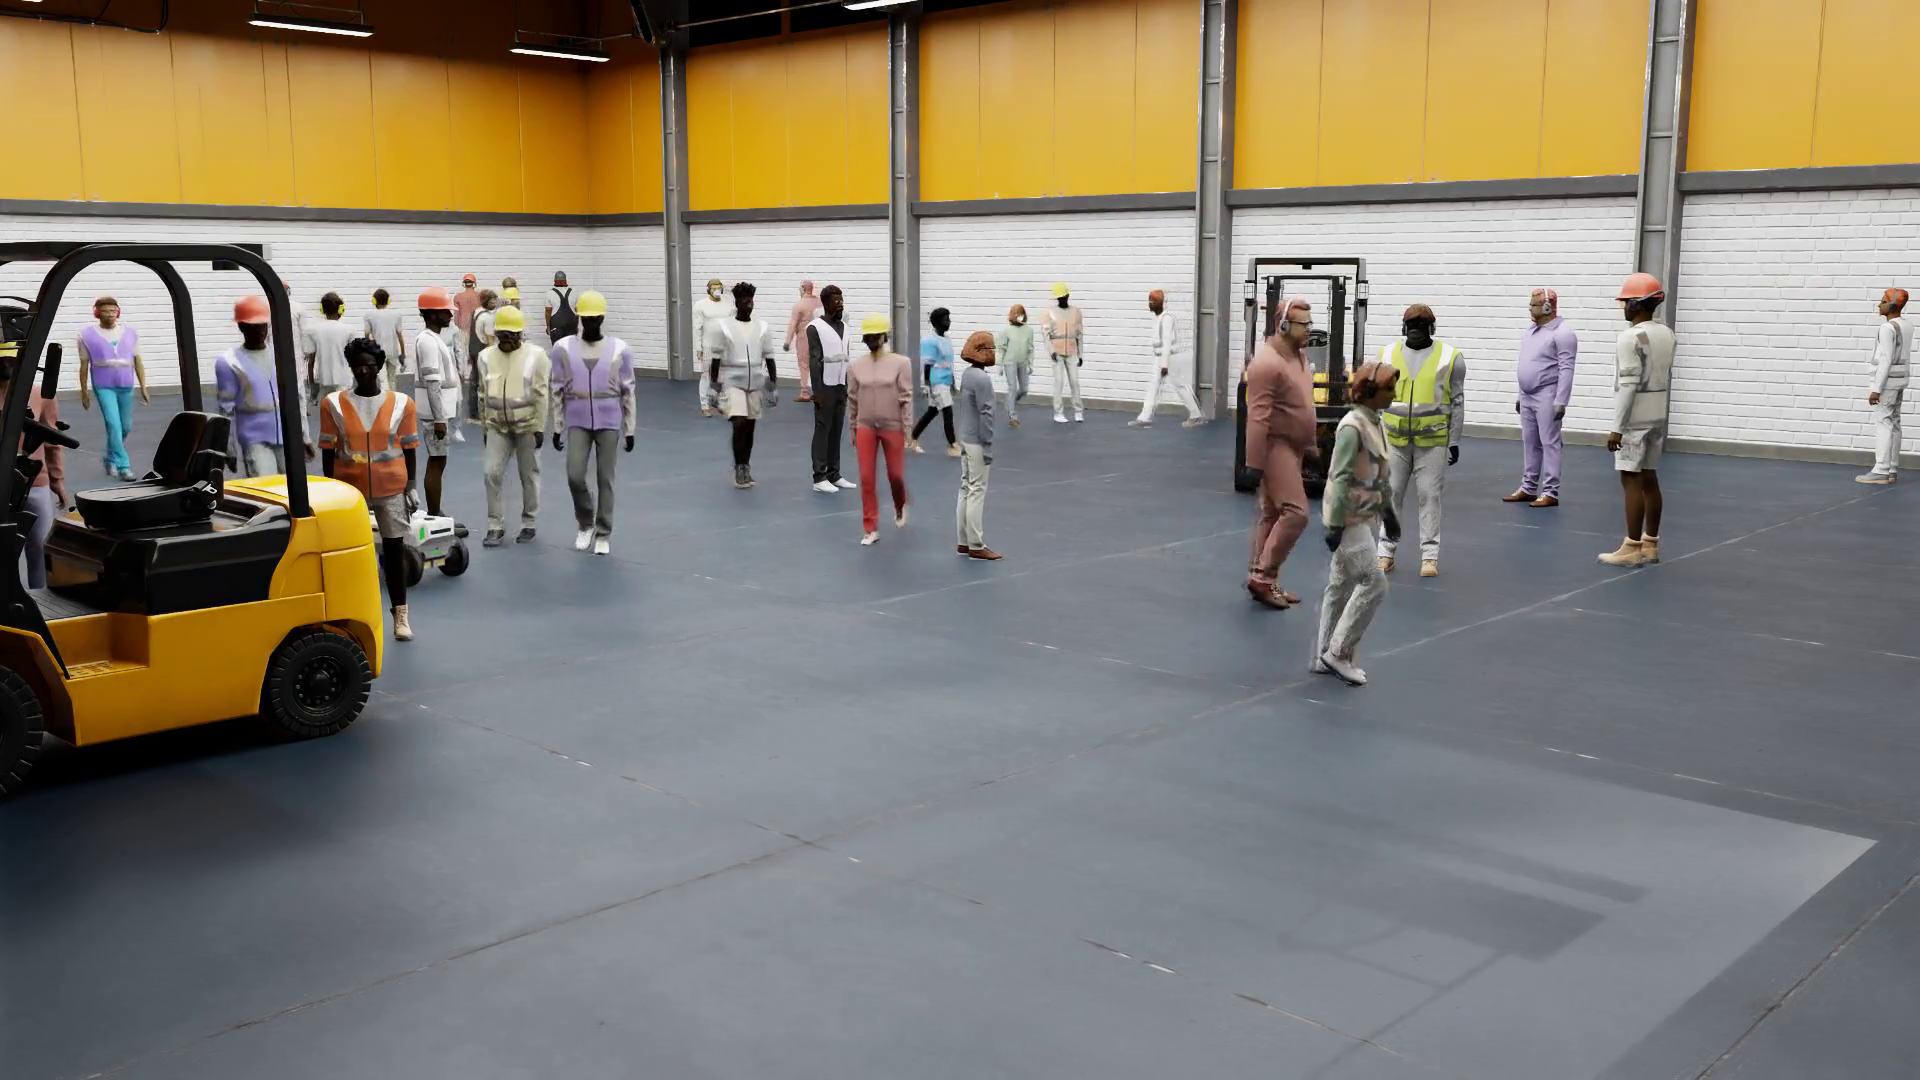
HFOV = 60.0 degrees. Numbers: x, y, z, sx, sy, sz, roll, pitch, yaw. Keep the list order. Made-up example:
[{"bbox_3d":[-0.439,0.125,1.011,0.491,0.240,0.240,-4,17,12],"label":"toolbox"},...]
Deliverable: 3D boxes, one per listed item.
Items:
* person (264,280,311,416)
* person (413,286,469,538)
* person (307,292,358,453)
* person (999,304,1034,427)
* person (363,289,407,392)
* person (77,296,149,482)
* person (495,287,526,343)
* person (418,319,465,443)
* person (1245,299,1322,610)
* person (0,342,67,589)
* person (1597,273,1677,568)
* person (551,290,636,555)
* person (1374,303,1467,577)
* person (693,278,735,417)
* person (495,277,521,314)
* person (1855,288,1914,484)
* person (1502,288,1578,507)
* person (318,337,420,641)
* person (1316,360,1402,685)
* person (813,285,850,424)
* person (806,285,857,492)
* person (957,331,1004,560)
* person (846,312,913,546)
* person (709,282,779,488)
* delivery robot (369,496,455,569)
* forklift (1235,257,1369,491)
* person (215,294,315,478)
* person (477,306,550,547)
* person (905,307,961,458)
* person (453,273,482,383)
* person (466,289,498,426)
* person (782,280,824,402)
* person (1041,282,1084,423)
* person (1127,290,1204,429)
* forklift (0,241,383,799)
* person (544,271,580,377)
[{"bbox_3d":[-9.427,-2.664,23.262,0.638,1.908,0.408,-2,9,-13],"label":"person"},{"bbox_3d":[-4.025,-0.984,12.858,0.356,1.938,0.543,-3,10,-18],"label":"person"},{"bbox_3d":[-6.160,-1.534,16.572,0.509,1.833,0.883,1,9,7],"label":"person"},{"bbox_3d":[0.711,-2.308,21.959,0.500,1.620,0.565,-4,10,-26],"label":"person"},{"bbox_3d":[-7.673,-2.429,22.138,0.520,1.809,1.020,-6,11,-33],"label":"person"},{"bbox_3d":[-8.363,-1.494,16.388,0.866,1.811,0.567,8,12,40],"label":"person"},{"bbox_3d":[-6.695,-2.837,24.619,0.739,1.807,0.592,3,10,19],"label":"person"},{"bbox_3d":[-6.134,-1.999,19.693,0.509,1.743,0.330,-5,10,-26],"label":"person"},{"bbox_3d":[1.983,-0.516,10.158,0.469,1.891,0.664,5,10,27],"label":"person"},{"bbox_3d":[-5.177,-0.283,9.094,0.533,1.765,0.329,-8,12,-39],"label":"person"},{"bbox_3d":[4.702,-0.830,11.594,0.610,2.042,0.396,-7,12,-38],"label":"person"},{"bbox_3d":[-2.649,-0.842,12.043,0.609,1.915,0.416,-1,9,-7],"label":"person"},{"bbox_3d":[3.065,-0.671,11.239,0.636,1.840,0.429,4,10,24],"label":"person"},{"bbox_3d":[-3.428,-2.689,23.308,0.627,1.941,0.373,-6,11,-30],"label":"person"},{"bbox_3d":[-7.354,-3.327,27.224,0.628,1.940,0.373,9,13,44],"label":"person"},{"bbox_3d":[8.961,-1.481,16.072,0.583,1.884,0.350,-8,12,-42],"label":"person"},{"bbox_3d":[5.066,-1.239,14.534,0.402,1.904,0.639,-3,10,-15],"label":"person"},{"bbox_3d":[-3.261,-0.269,9.210,0.530,1.697,0.321,-3,10,-19],"label":"person"},{"bbox_3d":[1.984,-0.082,8.315,0.447,1.620,0.513,4,10,24],"label":"person"},{"bbox_3d":[-1.722,-2.467,22.184,0.519,1.865,0.327,0,9,-1],"label":"person"},{"bbox_3d":[-1.214,-1.414,15.553,0.391,1.920,0.593,5,10,27],"label":"person"},{"bbox_3d":[0.131,-0.677,11.905,0.283,1.633,0.501,-3,10,-16],"label":"person"},{"bbox_3d":[-0.597,-0.859,12.645,0.527,1.751,0.607,1,9,8],"label":"person"},{"bbox_3d":[-1.999,-1.447,15.658,0.644,1.942,0.689,-5,11,-29],"label":"person"},{"bbox_3d":[-3.725,-0.054,11.099,0.707,0.478,0.477,5,10,27],"label":"delivery robot"},{"bbox_3d":[3.309,-1.629,16.029,1.214,2.155,2.313,2,9,11],"label":"forklift"},{"bbox_3d":[-4.674,-0.690,11.144,0.850,1.912,0.565,7,12,38],"label":"person"},{"bbox_3d":[-3.356,-0.837,12.402,0.584,1.796,0.669,1,9,4],"label":"person"},{"bbox_3d":[-0.270,-1.734,18.314,0.851,1.660,0.539,4,10,22],"label":"person"},{"bbox_3d":[-8.829,-3.819,30.098,0.609,1.986,0.392,-2,9,-9],"label":"person"},{"bbox_3d":[-6.337,-2.403,21.991,0.358,1.813,0.709,-8,12,-40],"label":"person"},{"bbox_3d":[-2.400,-3.085,25.864,0.452,1.898,0.668,7,11,36],"label":"person"},{"bbox_3d":[1.392,-2.533,22.486,0.610,1.902,0.409,-3,10,-17],"label":"person"},{"bbox_3d":[2.715,-2.330,21.550,1.063,1.811,0.583,-3,10,-15],"label":"person"},{"bbox_3d":[-3.706,-0.171,7.093,1.214,2.155,2.313,9,13,43],"label":"forklift"},{"bbox_3d":[-7.632,-4.133,31.852,0.681,2.000,0.536,-5,11,-28],"label":"person"}]
